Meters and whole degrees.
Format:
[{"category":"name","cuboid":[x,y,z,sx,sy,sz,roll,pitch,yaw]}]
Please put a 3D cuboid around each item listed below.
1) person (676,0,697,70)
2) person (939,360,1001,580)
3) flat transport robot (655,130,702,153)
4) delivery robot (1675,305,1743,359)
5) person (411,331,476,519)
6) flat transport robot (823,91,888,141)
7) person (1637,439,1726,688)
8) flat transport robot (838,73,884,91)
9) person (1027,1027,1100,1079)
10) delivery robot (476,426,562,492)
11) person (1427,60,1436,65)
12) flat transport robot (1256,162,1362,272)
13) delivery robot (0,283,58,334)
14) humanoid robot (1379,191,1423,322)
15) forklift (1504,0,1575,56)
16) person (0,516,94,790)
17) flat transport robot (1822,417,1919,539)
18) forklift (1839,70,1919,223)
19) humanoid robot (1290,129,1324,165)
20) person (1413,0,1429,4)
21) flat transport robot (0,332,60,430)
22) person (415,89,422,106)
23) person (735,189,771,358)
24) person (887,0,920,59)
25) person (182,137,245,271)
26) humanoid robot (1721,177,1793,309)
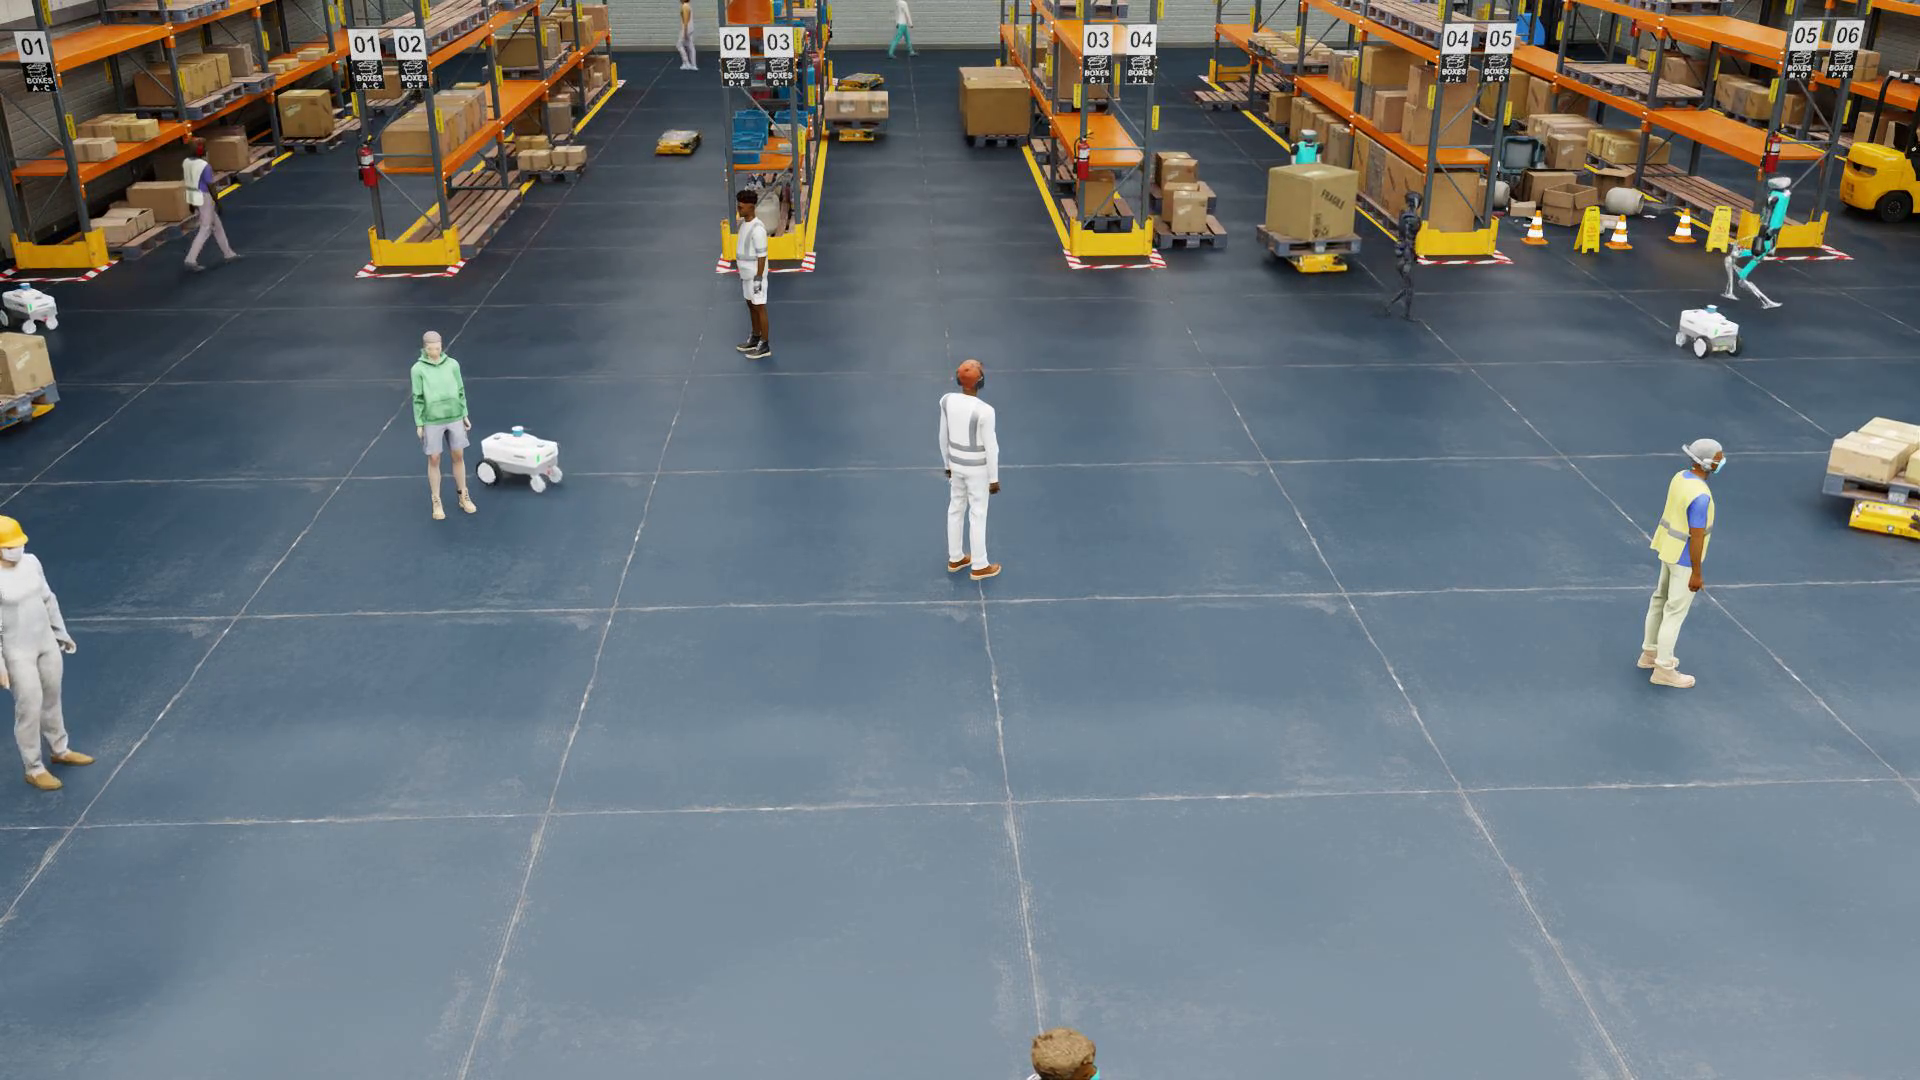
[{"category":"person","cuboid":[-6.658,-12.303,40.168,0.564,1.844,0.546,5,24,11]},{"category":"person","cuboid":[0.091,-0.584,13.802,0.583,1.881,0.345,20,31,38]},{"category":"flat transport robot","cuboid":[-5.292,-7.505,31.336,0.659,0.231,1.431,0,24,1]},{"category":"delivery robot","cuboid":[8.858,-2.489,19.680,0.499,0.568,0.750,-5,24,-11]},{"category":"person","cuboid":[-4.681,-1.052,15.032,0.481,1.735,0.337,-14,28,-29]},{"category":"flat transport robot","cuboid":[-2.008,-7.978,32.398,0.659,0.231,1.431,-1,24,-2]},{"category":"person","cuboid":[5.259,0.156,12.130,0.397,1.892,0.536,1,24,2]},{"category":"flat transport robot","cuboid":[-2.255,-10.444,37.940,0.659,0.231,1.431,6,25,13]},{"category":"person","cuboid":[0.358,2.670,6.450,0.370,1.915,0.499,-2,24,-5]},{"category":"delivery robot","cuboid":[-4.208,-0.804,15.894,0.747,0.568,0.499,10,26,22]},{"category":"person","cuboid":[9.236,-8.859,32.427,0.402,1.856,0.542,-1,24,-2]},{"category":"flat transport robot","cuboid":[4.930,-4.073,23.625,0.659,0.231,1.431,-4,24,-8]},{"category":"delivery robot","cuboid":[-11.552,-2.881,20.617,0.785,0.613,0.519,16,29,32]},{"category":"humanoid robot","cuboid":[5.555,-3.551,20.752,0.509,1.637,0.609,9,26,19]},{"category":"forklift","cuboid":[14.700,-13.805,42.301,1.873,2.768,1.129,-1,24,-2]},{"category":"person","cuboid":[-6.098,0.708,10.901,0.390,1.886,0.596,6,25,13]},{"category":"flat transport robot","cuboid":[8.633,-0.376,15.317,0.659,0.231,1.431,13,27,27]},{"category":"forklift","cuboid":[15.132,-6.143,25.915,2.313,2.155,1.214,-1,24,-2]},{"category":"humanoid robot","cuboid":[5.006,-4.859,23.700,0.540,1.878,0.732,-10,26,-22]},{"category":"person","cuboid":[11.595,-13.013,41.833,0.395,1.799,0.587,-19,30,-36]},{"category":"flat transport robot","cuboid":[-10.199,-1.237,17.253,0.659,0.231,1.431,6,25,12]},{"category":"person","cuboid":[-11.074,-9.585,34.258,0.553,1.684,0.378,-3,24,-8]},{"category":"person","cuboid":[-2.424,-3.110,19.376,0.367,1.965,0.606,-11,26,-22]},{"category":"person","cuboid":[-1.459,-13.068,42.049,0.923,1.712,0.523,-8,25,-18]},{"category":"person","cuboid":[-10.518,-4.674,23.087,0.580,1.805,0.939,18,30,35]},{"category":"humanoid robot","cuboid":[10.090,-3.773,21.151,0.555,1.734,1.020,-21,31,-39]}]
